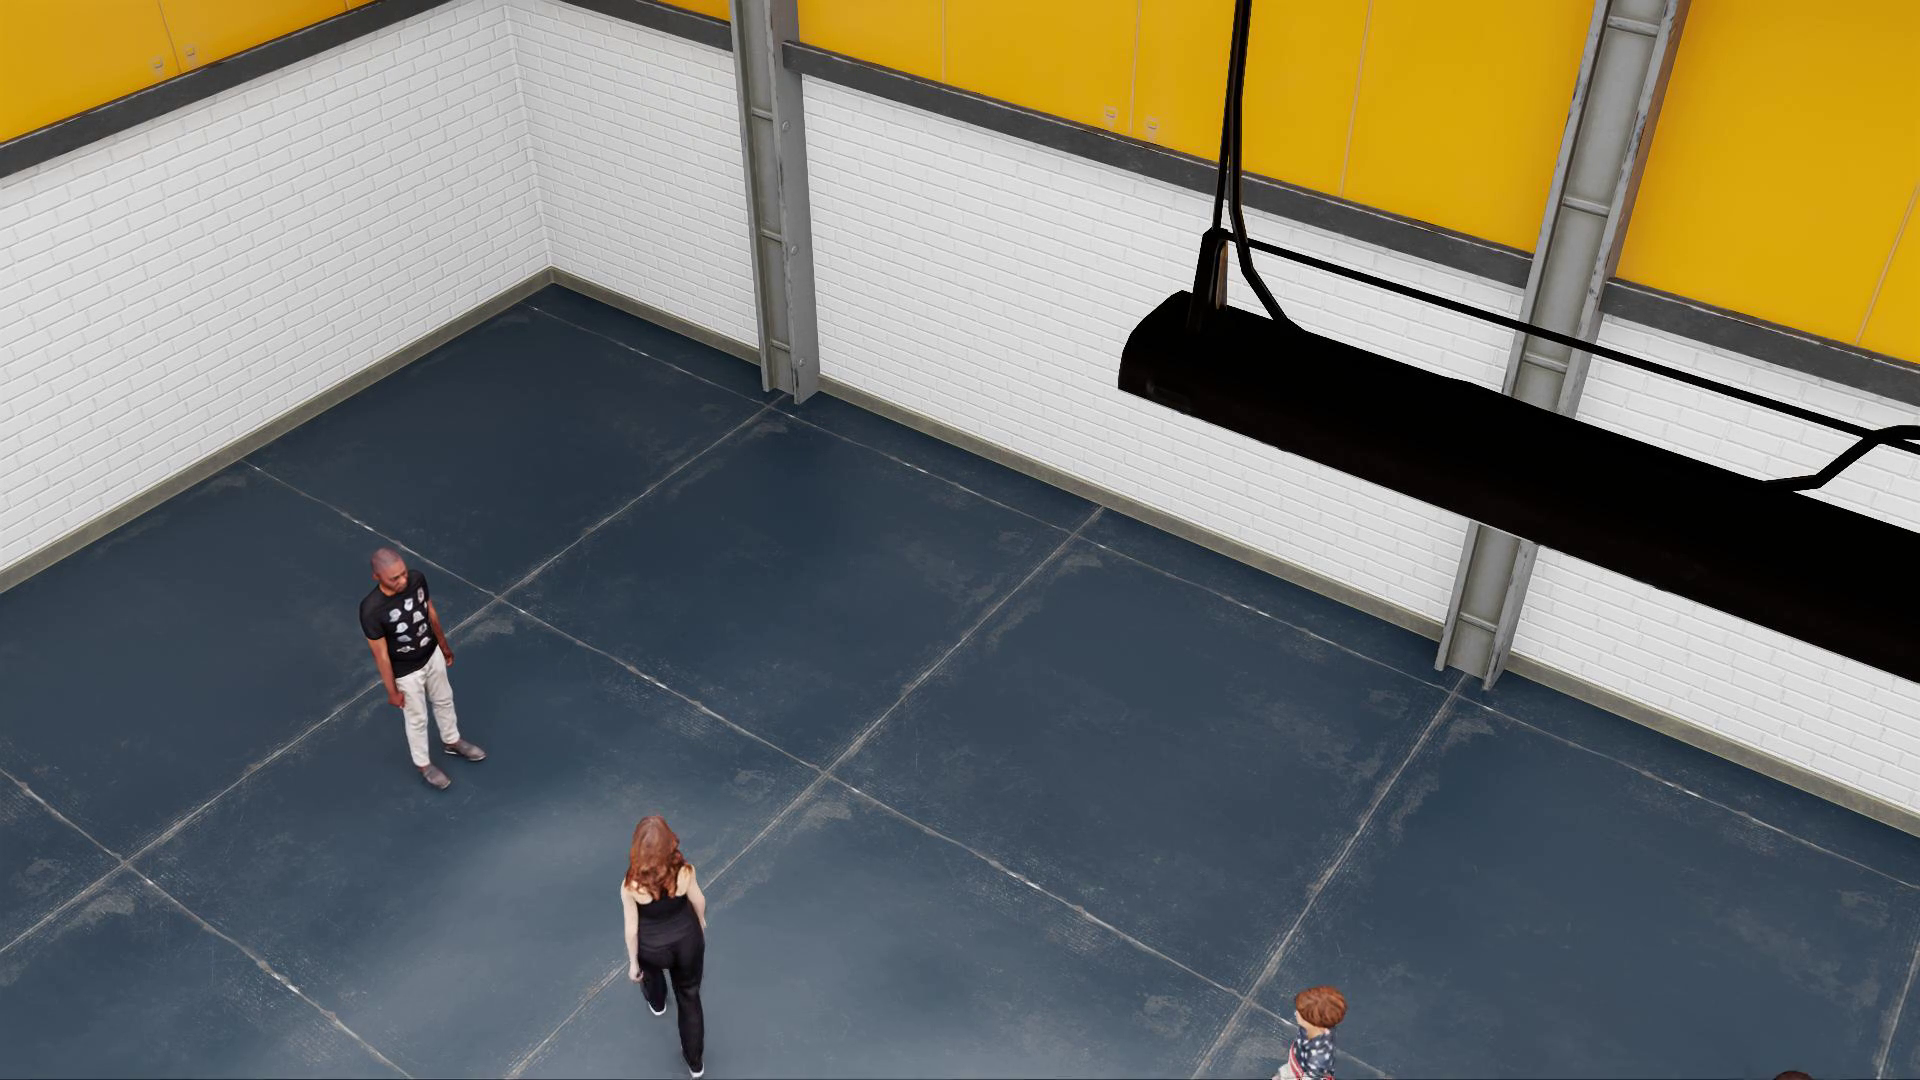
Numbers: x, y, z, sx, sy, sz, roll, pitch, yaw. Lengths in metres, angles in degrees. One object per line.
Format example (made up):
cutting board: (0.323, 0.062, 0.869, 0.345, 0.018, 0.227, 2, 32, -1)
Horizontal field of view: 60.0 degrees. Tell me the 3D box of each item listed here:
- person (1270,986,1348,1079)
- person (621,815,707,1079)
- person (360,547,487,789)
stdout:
person: (1.737, 2.632, 8.034, 0.672, 1.428, 0.632, 6, 39, 7)
person: (-1.455, 2.119, 8.444, 0.907, 1.718, 1.041, -15, 41, -18)
person: (-3.331, 0.739, 10.106, 0.645, 1.801, 0.683, 19, 42, 22)
